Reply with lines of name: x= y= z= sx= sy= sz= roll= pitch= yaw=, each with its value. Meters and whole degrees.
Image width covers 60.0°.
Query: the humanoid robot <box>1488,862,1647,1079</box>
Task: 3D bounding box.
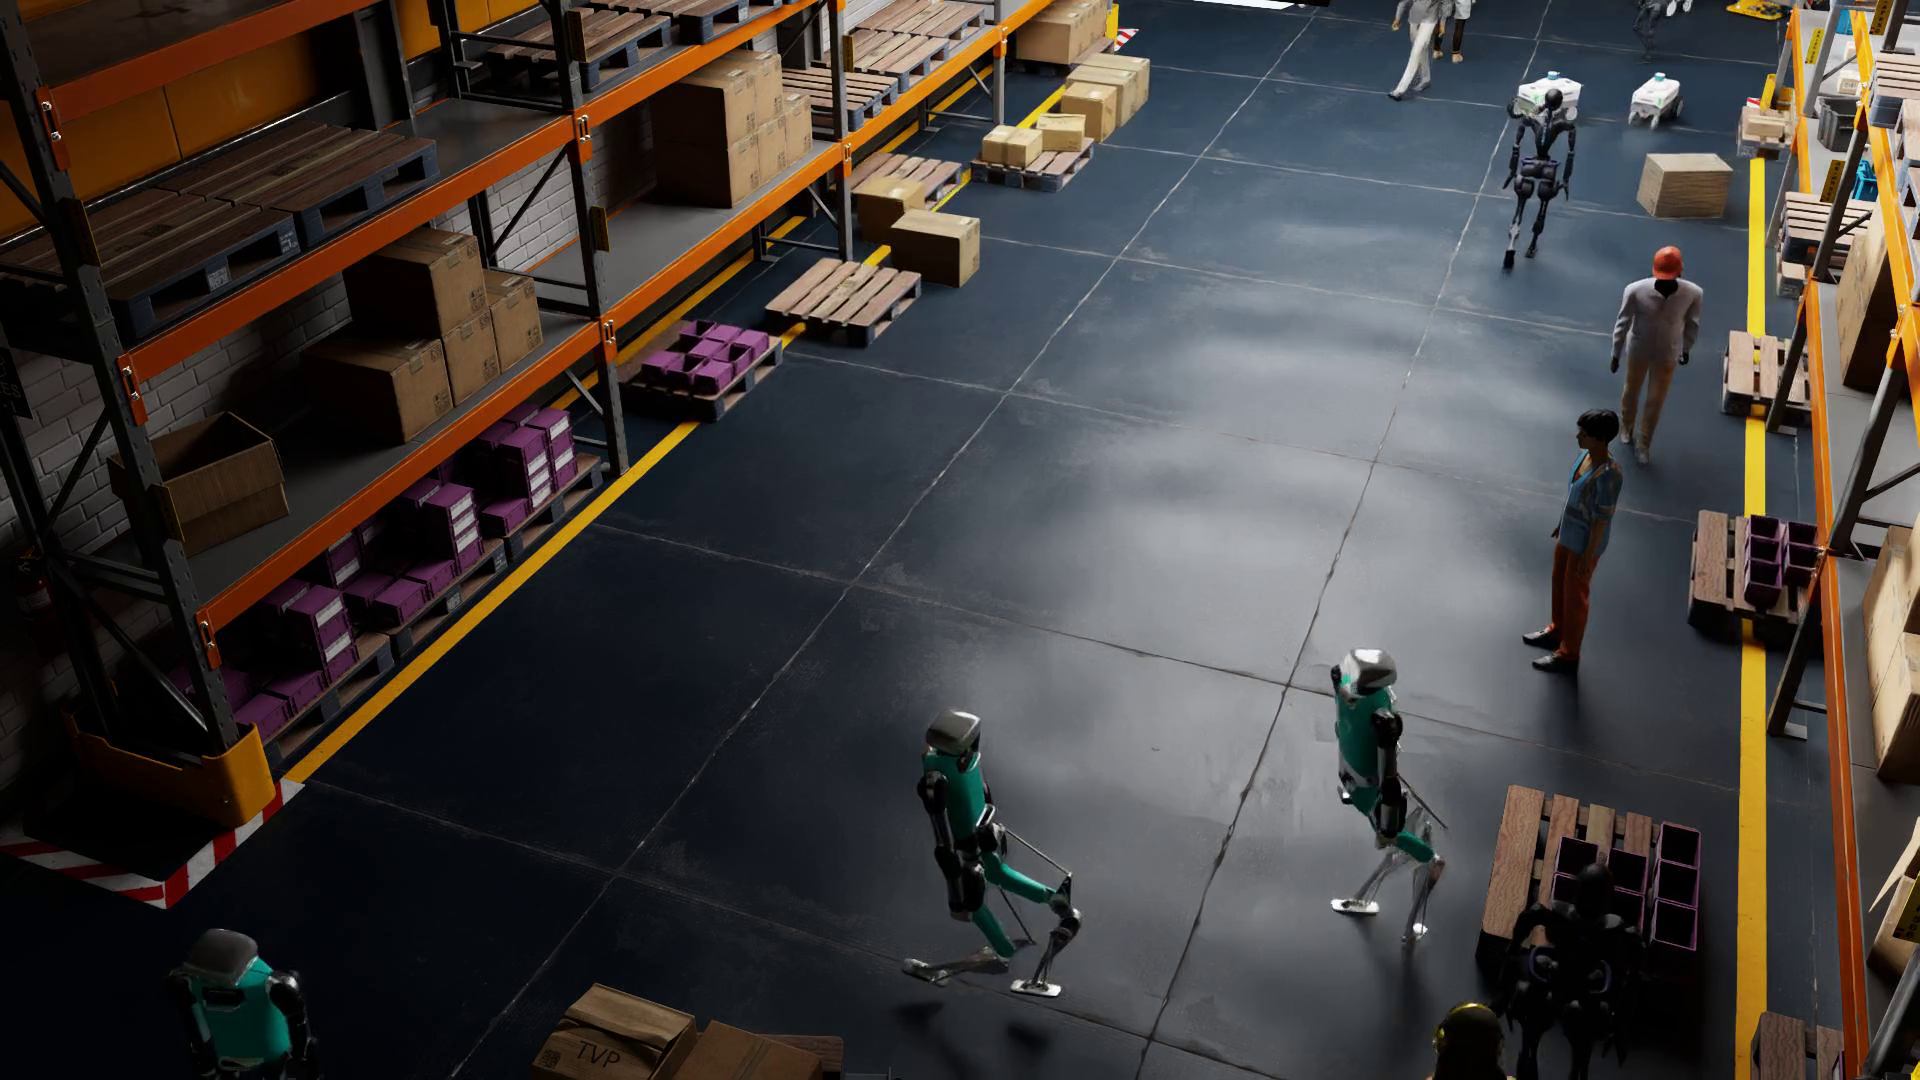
humanoid robot: x=2.619 y=1.992 z=7.220 sx=0.590 sy=1.637 sz=0.370 roll=11 pitch=35 yaw=17

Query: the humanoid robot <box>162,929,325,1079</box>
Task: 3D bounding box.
humanoid robot: x=-2.833 y=2.405 z=6.568 sx=0.534 sy=1.787 sz=1.024 roll=2 pitch=33 yaw=3

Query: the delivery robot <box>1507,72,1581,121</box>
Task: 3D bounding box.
delivery robot: x=6.779 y=-5.091 z=19.222 sx=0.814 sy=0.611 sz=0.499 roll=-14 pitch=35 yaw=-21

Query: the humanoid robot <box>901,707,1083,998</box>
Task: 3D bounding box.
humanoid robot: x=0.217 y=1.578 z=7.814 sx=1.033 sy=1.723 sz=0.530 roll=11 pitch=35 yaw=17

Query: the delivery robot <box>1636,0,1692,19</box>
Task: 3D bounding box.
delivery robot: x=9.816 y=-7.565 z=23.052 sx=0.809 sy=0.611 sz=0.499 roll=-20 pitch=38 yaw=-27

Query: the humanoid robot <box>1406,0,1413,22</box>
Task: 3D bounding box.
humanoid robot: x=6.250 y=-7.792 z=22.267 sx=0.700 sy=1.743 sz=0.538 roll=-21 pitch=38 yaw=-29

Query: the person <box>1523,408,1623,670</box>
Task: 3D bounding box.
person: x=3.802 y=-0.011 z=10.238 sx=0.334 sy=1.758 sz=0.503 roll=-1 pitch=33 yaw=-1

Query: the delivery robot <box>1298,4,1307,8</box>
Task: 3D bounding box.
delivery robot: x=4.654 y=-7.866 z=23.476 sx=0.739 sy=0.566 sz=0.499 roll=19 pitch=37 yaw=27

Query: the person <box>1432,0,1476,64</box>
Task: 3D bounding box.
person: x=6.248 y=-6.854 z=20.887 sx=0.534 sy=1.692 sz=0.319 roll=23 pitch=39 yaw=31

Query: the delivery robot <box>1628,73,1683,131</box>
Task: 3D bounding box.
delivery robot: x=8.028 y=-5.087 z=19.209 sx=0.499 sy=0.603 sz=0.794 roll=22 pitch=39 yaw=30

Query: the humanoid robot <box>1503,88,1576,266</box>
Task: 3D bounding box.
humanoid robot: x=5.399 y=-3.376 z=15.528 sx=0.611 sy=1.634 sz=0.634 roll=14 pitch=36 yaw=21

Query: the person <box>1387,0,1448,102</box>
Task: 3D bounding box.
person: x=5.412 y=-6.150 z=19.655 sx=0.989 sy=1.842 sz=0.570 roll=-25 pitch=40 yaw=-33

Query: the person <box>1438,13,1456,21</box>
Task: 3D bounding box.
person: x=6.726 y=-7.898 z=22.424 sx=0.479 sy=1.775 sz=0.322 roll=-7 pitch=34 yaw=-11

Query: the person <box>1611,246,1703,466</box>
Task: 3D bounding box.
person: x=5.173 y=-1.413 z=12.440 sx=0.580 sy=1.710 sz=0.758 roll=12 pitch=35 yaw=18

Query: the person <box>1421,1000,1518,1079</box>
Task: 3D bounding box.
person: x=1.810 y=2.479 z=6.291 sx=0.596 sy=1.856 sz=0.423 roll=-5 pitch=33 yaw=-8

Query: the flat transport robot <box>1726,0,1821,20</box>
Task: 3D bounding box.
flat transport robot: x=11.396 y=-7.535 z=23.253 sx=1.431 sy=0.231 sz=0.659 roll=-25 pitch=40 yaw=-33

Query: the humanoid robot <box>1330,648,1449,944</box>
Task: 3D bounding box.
humanoid robot: x=2.195 y=1.266 z=8.293 sx=0.808 sy=1.786 sz=0.547 roll=-9 pitch=34 yaw=-14

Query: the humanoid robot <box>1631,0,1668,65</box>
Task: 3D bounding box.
humanoid robot: x=8.695 y=-6.779 z=20.786 sx=0.339 sy=1.650 sz=0.591 roll=0 pitch=33 yaw=0
